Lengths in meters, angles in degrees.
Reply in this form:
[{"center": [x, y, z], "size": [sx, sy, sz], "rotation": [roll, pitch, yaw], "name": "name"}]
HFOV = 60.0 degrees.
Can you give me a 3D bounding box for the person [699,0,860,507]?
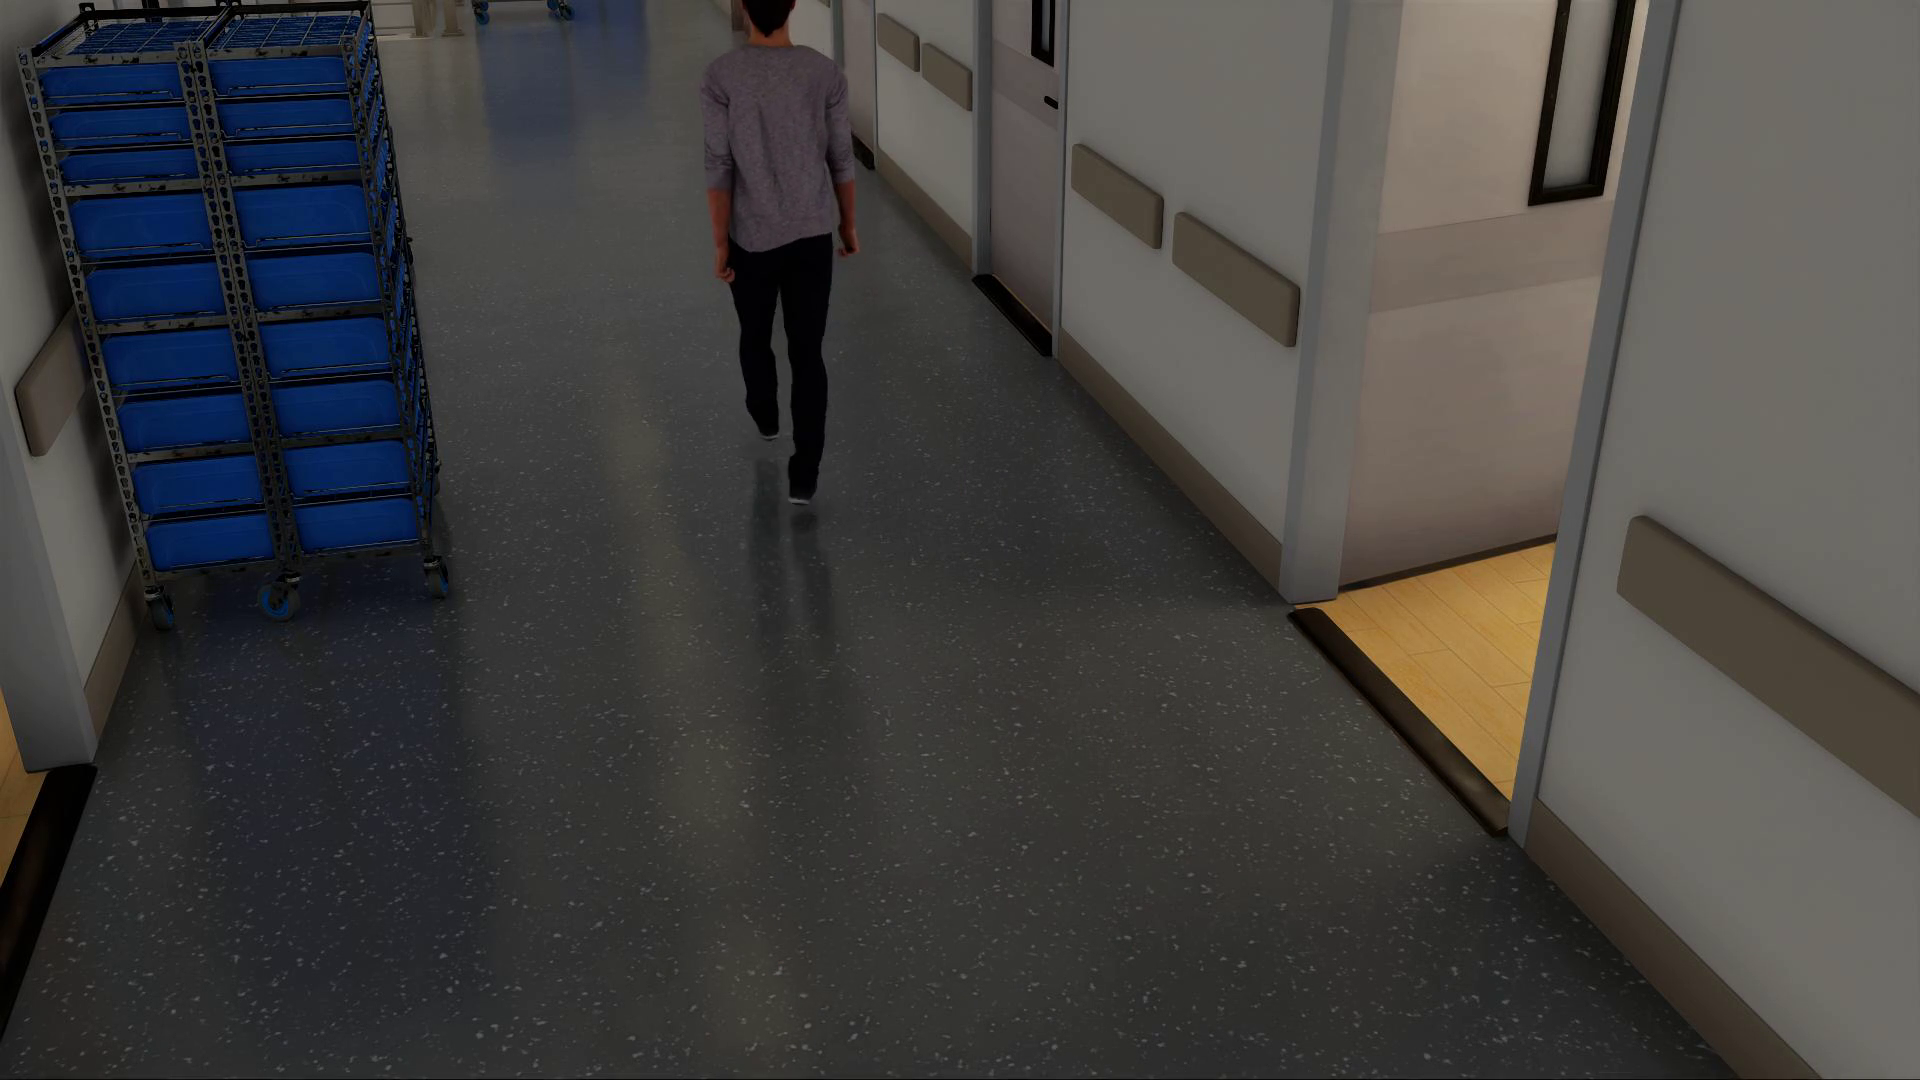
[{"center": [-0.597, -0.982, 5.648], "size": [0.749, 1.788, 1.202], "rotation": [-4, 26, -9], "name": "person"}]
